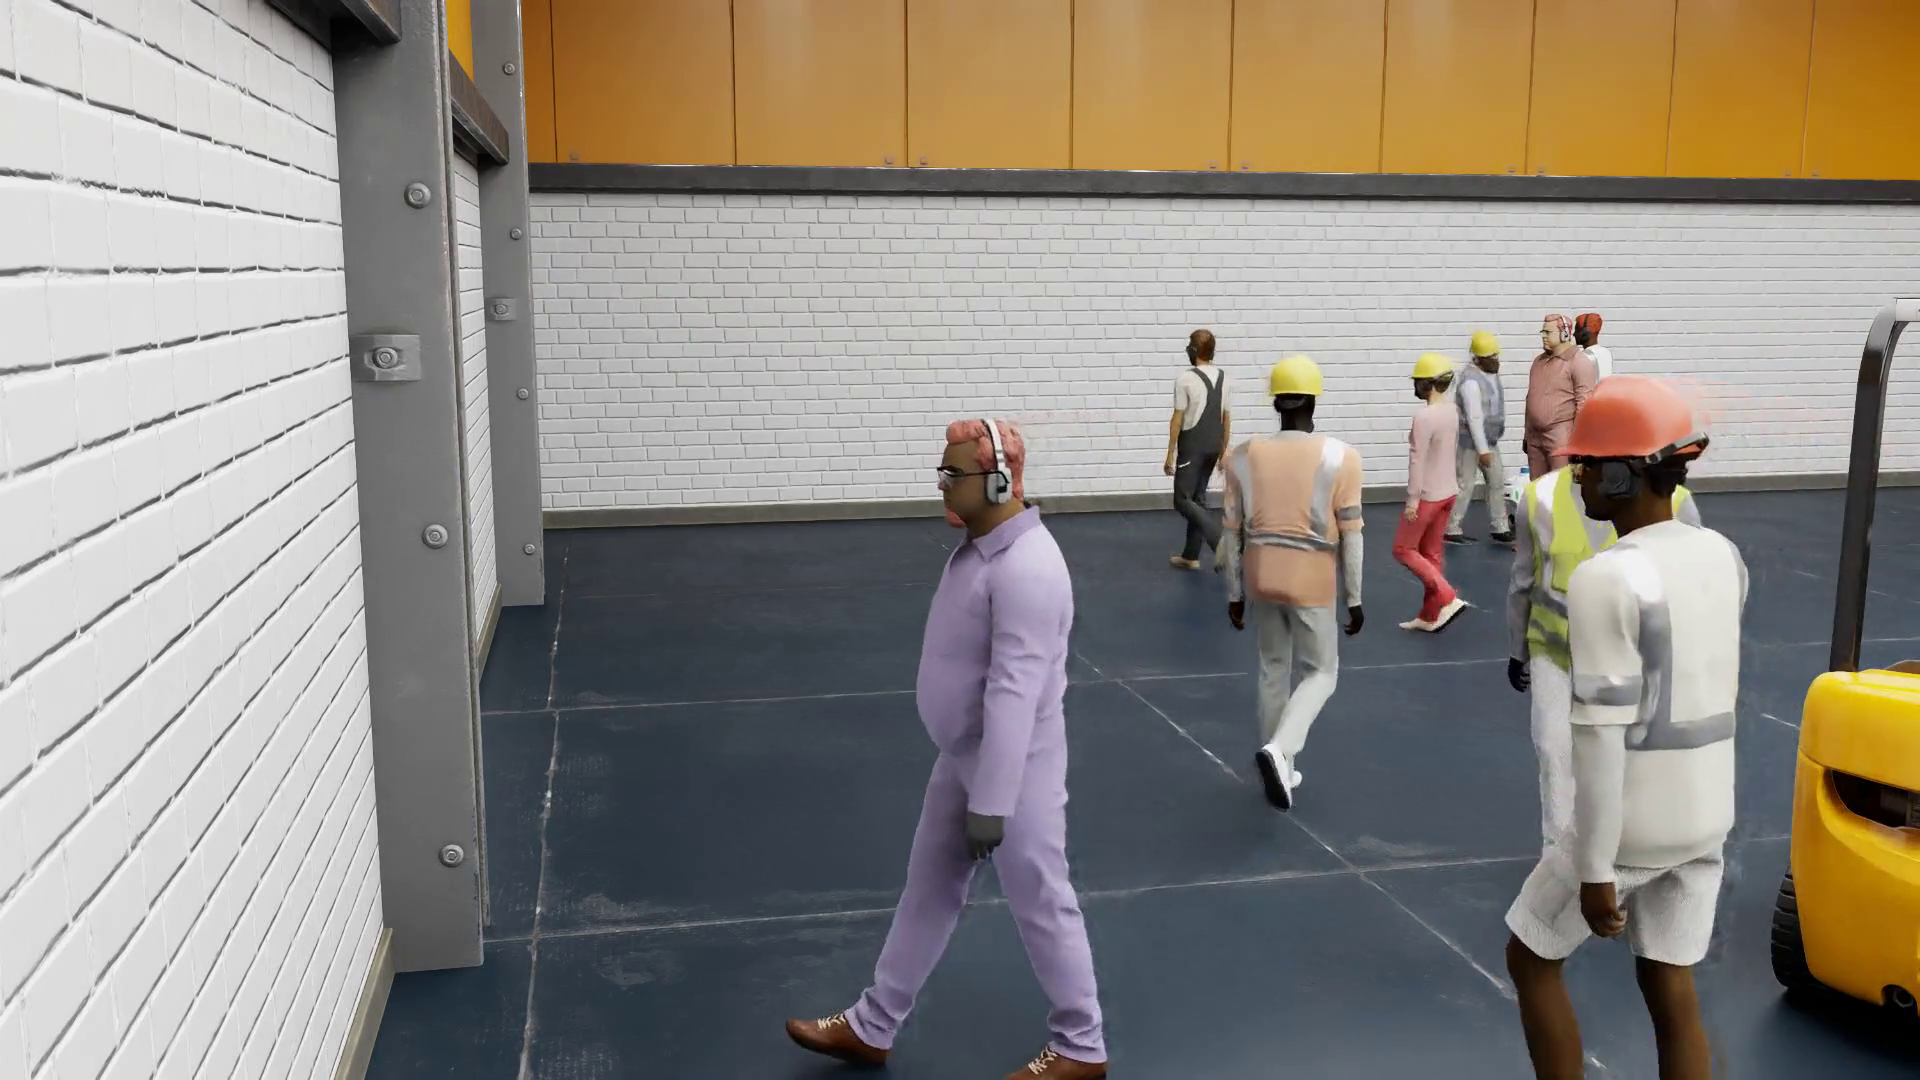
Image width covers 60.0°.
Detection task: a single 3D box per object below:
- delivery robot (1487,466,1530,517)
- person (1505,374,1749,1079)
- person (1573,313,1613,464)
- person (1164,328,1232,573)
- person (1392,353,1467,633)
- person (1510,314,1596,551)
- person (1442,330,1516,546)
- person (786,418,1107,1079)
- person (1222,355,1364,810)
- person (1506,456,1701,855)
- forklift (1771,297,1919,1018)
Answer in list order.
[{"bbox_3d":[4.863,-0.393,14.305,0.707,0.478,0.477,-7,12,-36],"label":"delivery robot"},{"bbox_3d":[1.533,0.631,3.878,0.622,2.019,0.630,-6,11,-33],"label":"person"},{"bbox_3d":[5.400,-1.008,14.320,0.577,1.882,0.351,-9,13,-44],"label":"person"},{"bbox_3d":[1.789,-0.641,12.252,0.530,1.825,0.697,-7,11,-36],"label":"person"},{"bbox_3d":[2.895,-0.269,10.197,0.415,1.750,0.539,8,12,40],"label":"person"},{"bbox_3d":[4.632,-0.812,13.032,0.407,1.906,0.655,-4,10,-21],"label":"person"},{"bbox_3d":[4.216,-0.794,13.345,0.695,1.775,0.663,9,13,43],"label":"person"},{"bbox_3d":[-0.009,0.609,4.510,0.891,1.865,0.670,-2,10,-14],"label":"person"},{"bbox_3d":[1.363,0.188,6.924,0.608,1.911,0.623,6,11,32],"label":"person"},{"bbox_3d":[2.314,0.386,6.016,0.644,1.817,0.718,5,10,26],"label":"person"},{"bbox_3d":[3.542,0.334,5.177,2.313,2.155,1.214,-9,13,-43],"label":"forklift"}]
